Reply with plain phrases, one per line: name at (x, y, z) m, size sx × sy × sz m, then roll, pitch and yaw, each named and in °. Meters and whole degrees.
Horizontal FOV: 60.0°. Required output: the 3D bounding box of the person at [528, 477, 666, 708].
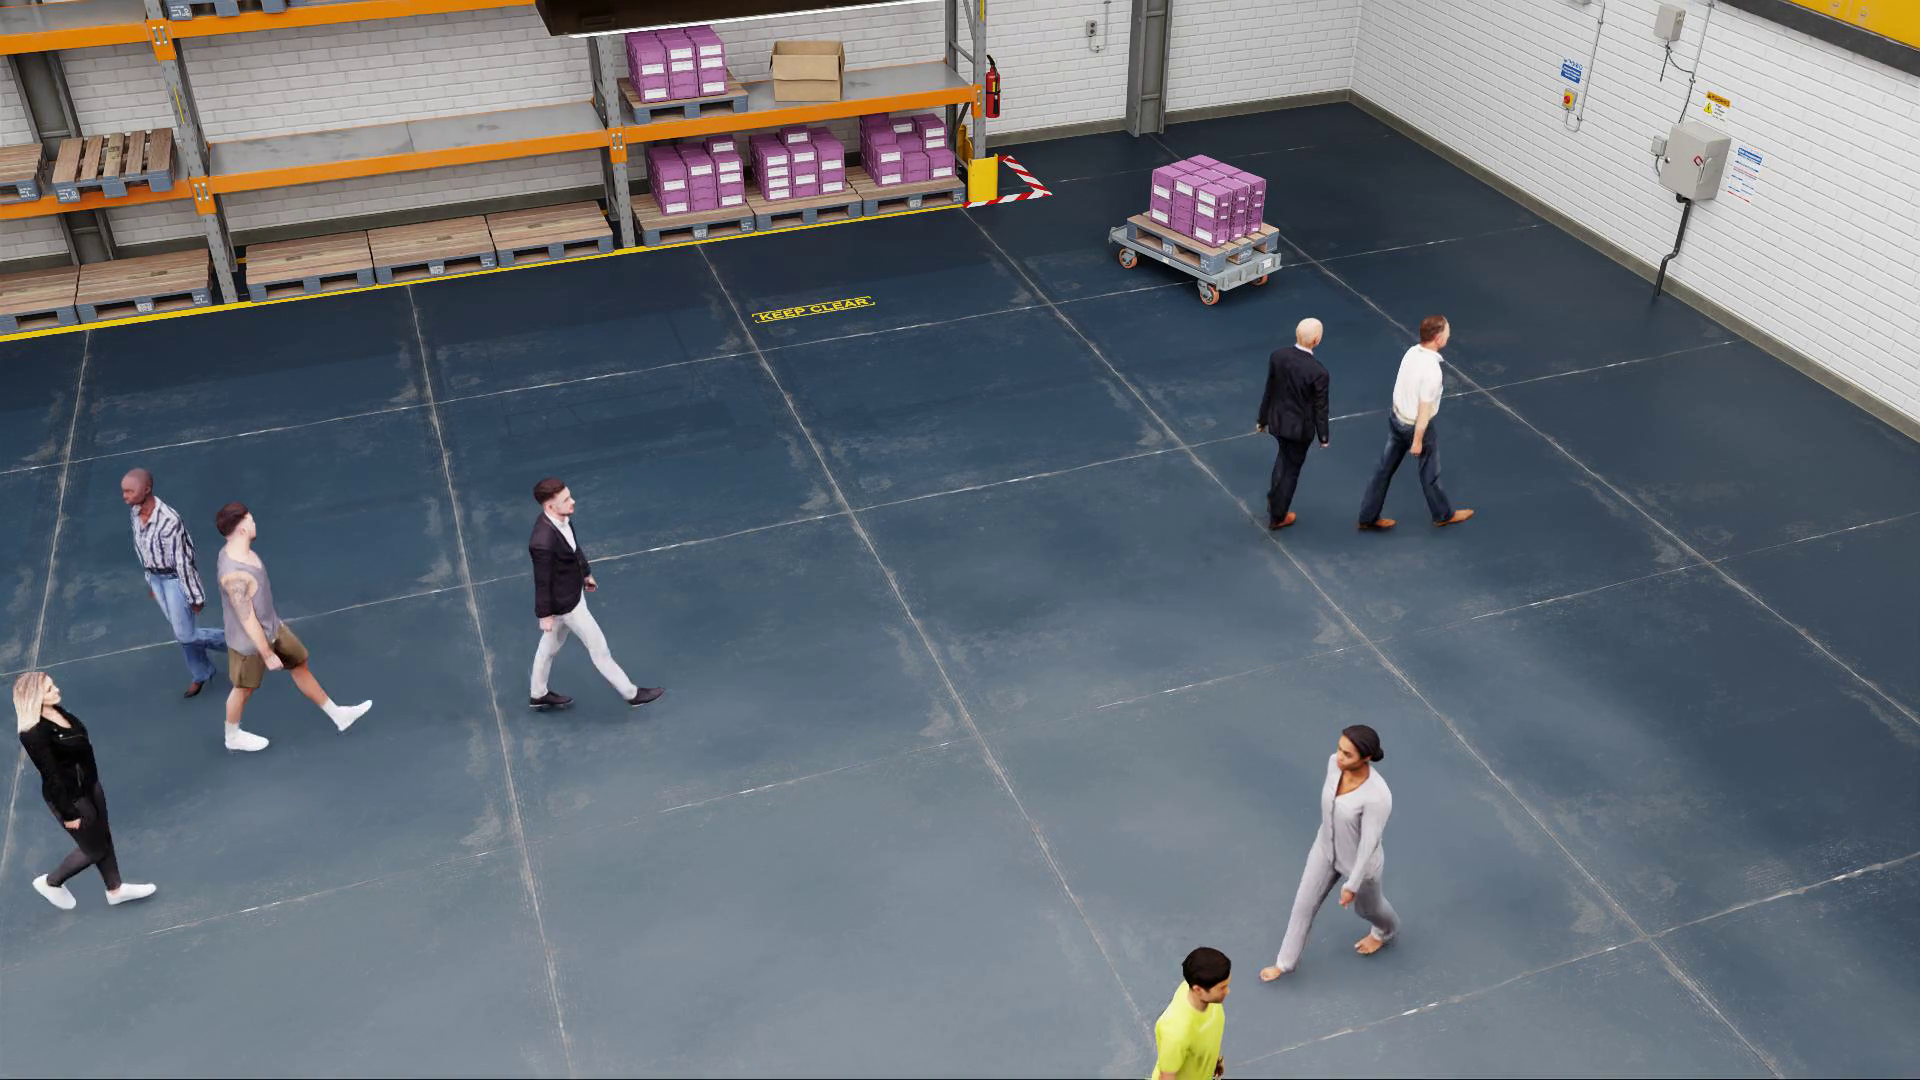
person at (-2.678, 0.397, 10.842) m, size 1.265 × 1.796 × 0.941 m, roll -1°, pitch 34°, yaw -1°

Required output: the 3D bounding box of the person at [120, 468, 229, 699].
person at (-5.147, 0.252, 11.070) m, size 0.821 × 1.784 × 0.881 m, roll 20°, pitch 39°, yaw 27°

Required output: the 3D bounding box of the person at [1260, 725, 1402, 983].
person at (2.175, 1.680, 8.993) m, size 1.174 × 1.706 × 0.803 m, roll -19°, pitch 38°, yaw -26°

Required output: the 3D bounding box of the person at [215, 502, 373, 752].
person at (-4.564, 0.629, 10.570) m, size 1.219 × 1.771 × 0.780 m, roll -7°, pitch 34°, yaw -11°

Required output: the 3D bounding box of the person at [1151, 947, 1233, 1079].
person at (0.969, 2.502, 7.764) m, size 0.886 × 1.698 × 0.827 m, roll 14°, pitch 36°, yaw 20°

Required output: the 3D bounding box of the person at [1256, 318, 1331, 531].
person at (2.495, -0.844, 12.722) m, size 0.818 × 1.781 × 0.808 m, roll 27°, pitch 42°, yaw 35°

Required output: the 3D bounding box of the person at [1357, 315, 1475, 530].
person at (3.346, -0.850, 12.698) m, size 1.189 × 1.818 × 0.866 m, roll -4°, pitch 34°, yaw -6°

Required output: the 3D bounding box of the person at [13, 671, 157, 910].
person at (-5.080, 1.455, 9.356) m, size 0.841 × 1.679 × 0.659 m, roll -8°, pitch 34°, yaw -12°
